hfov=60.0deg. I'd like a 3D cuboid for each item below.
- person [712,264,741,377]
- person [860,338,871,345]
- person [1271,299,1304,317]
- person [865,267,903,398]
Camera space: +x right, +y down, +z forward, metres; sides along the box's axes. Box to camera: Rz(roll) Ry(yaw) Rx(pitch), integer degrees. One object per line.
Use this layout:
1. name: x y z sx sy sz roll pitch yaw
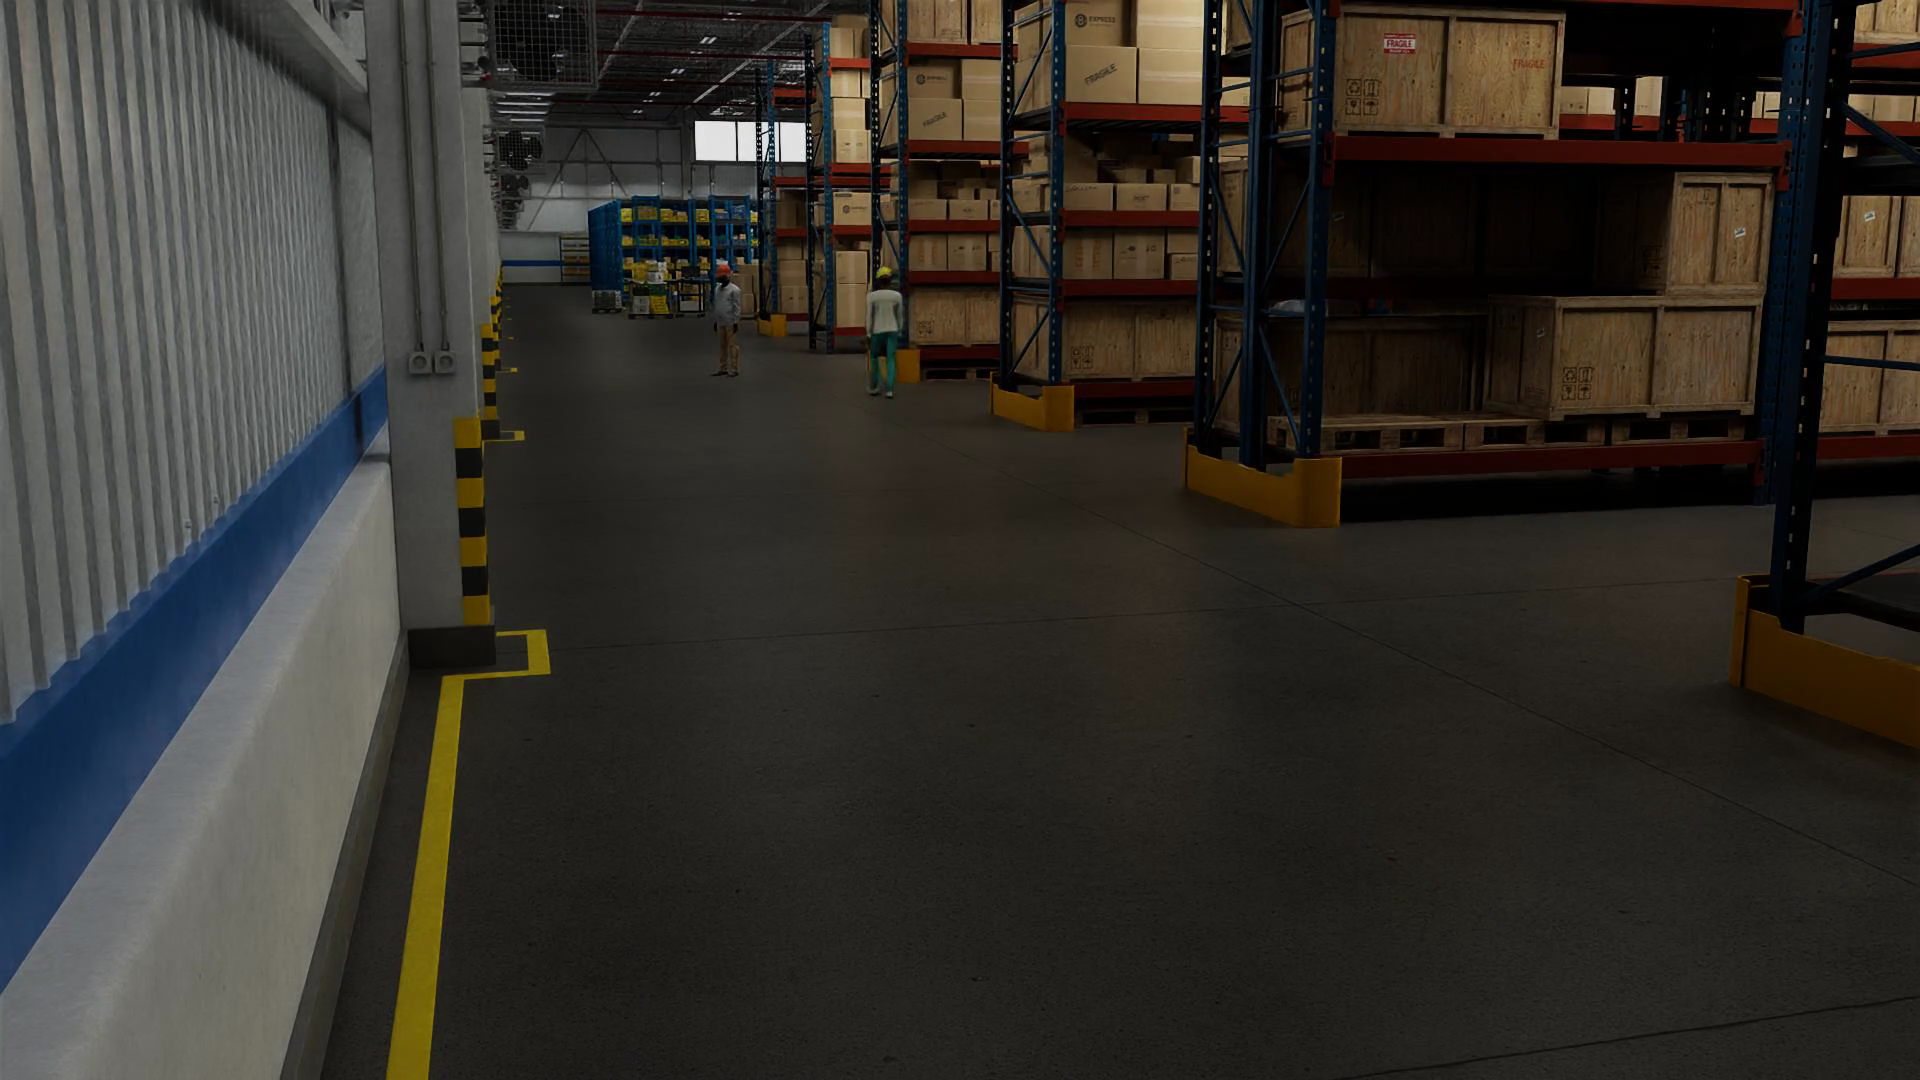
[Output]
1. person: -3.638 -3.405 25.831 0.563 1.755 0.321 8 13 39
2. person: -1.662 -5.019 34.546 0.950 1.916 0.610 -6 11 -29
3. person: 3.357 -1.956 17.556 0.942 1.777 0.611 -1 10 -7
4. person: -1.043 -2.788 22.369 0.548 1.729 0.834 -3 10 -17
